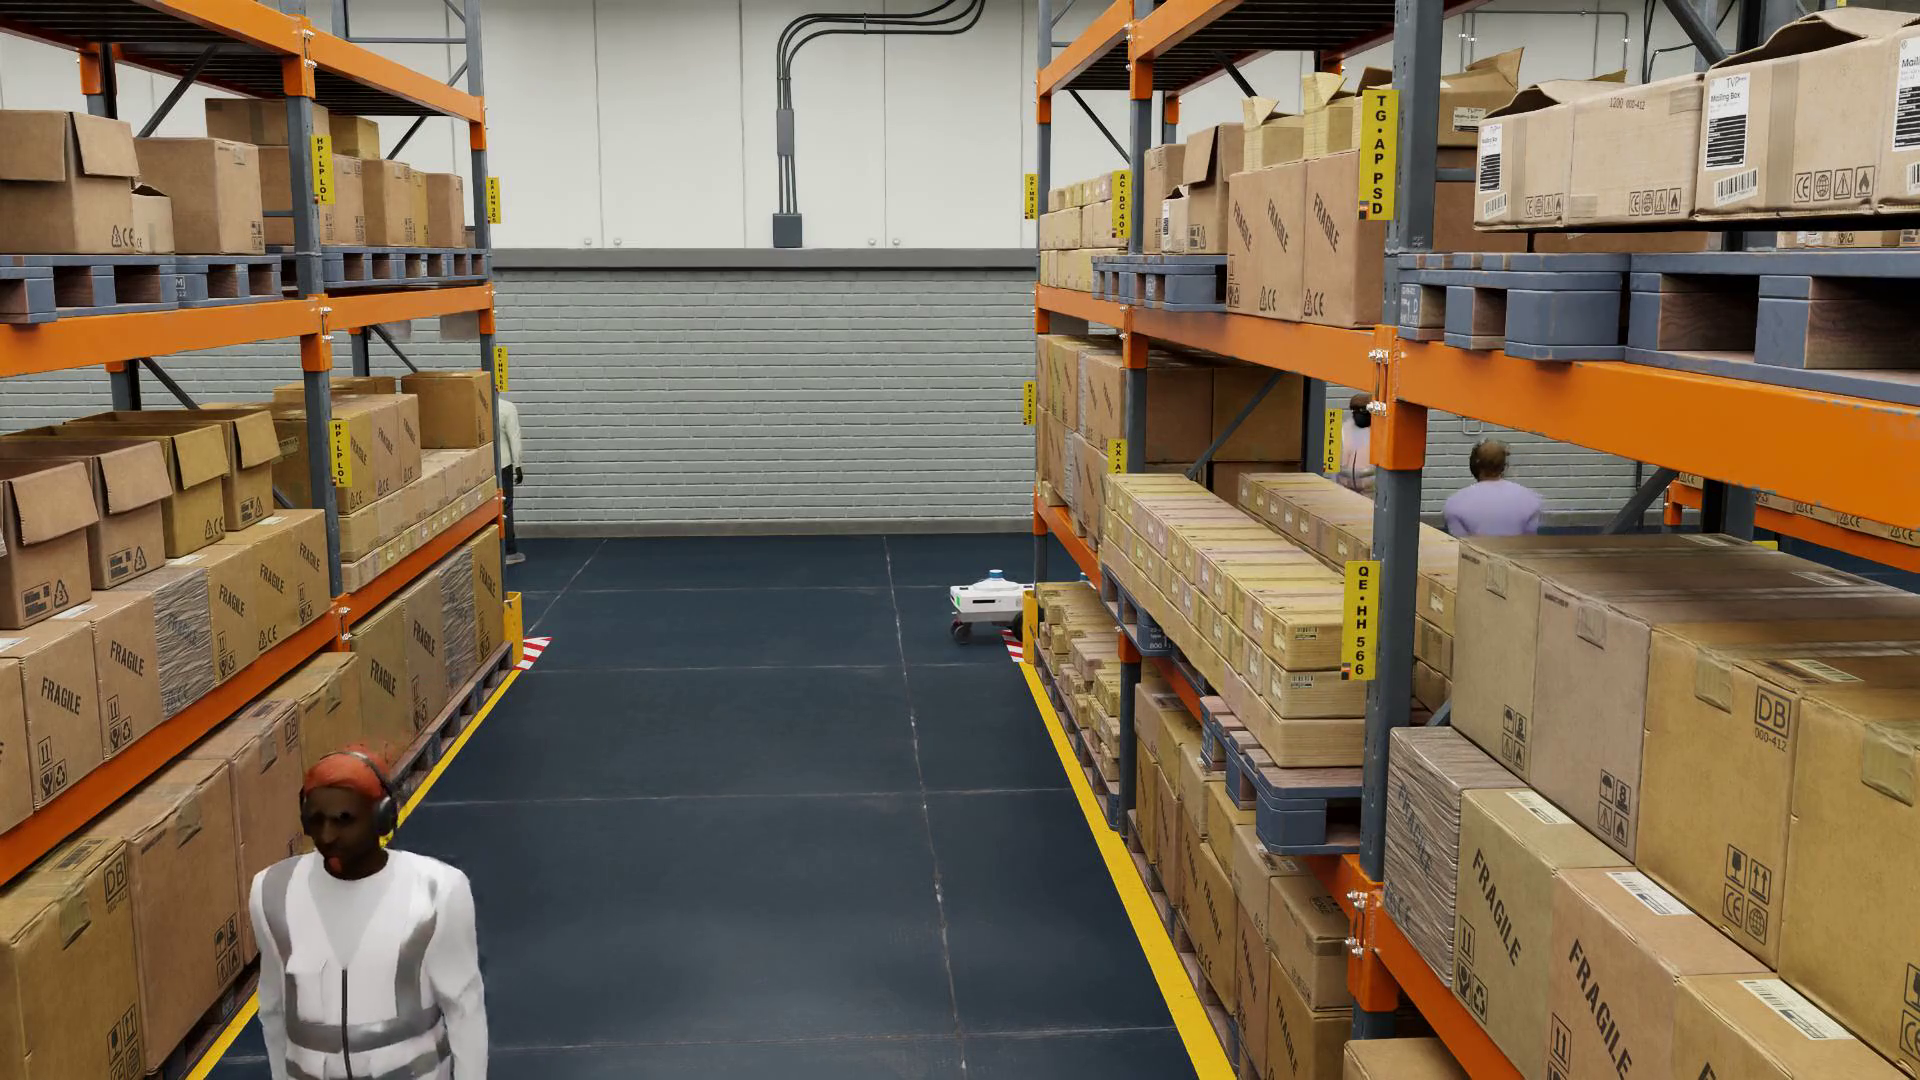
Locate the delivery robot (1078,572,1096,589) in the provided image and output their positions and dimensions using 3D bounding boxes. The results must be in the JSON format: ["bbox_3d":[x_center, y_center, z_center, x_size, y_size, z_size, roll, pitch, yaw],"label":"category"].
[{"bbox_3d":[0.994,0.497,13.112,0.707,0.478,0.477,-5,11,-28],"label":"delivery robot"}]

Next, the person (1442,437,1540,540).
[{"bbox_3d":[3.297,0.327,10.345,0.632,1.927,0.571,-1,10,-7],"label":"person"}]

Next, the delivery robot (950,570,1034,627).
[{"bbox_3d":[0.283,0.480,13.210,0.707,0.478,0.477,-1,10,-8],"label":"delivery robot"}]

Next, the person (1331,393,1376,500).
[{"bbox_3d":[3.664,-0.424,15.067,0.682,1.823,0.450,7,12,35],"label":"person"}]

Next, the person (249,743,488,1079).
[{"bbox_3d":[-1.493,1.408,4.274,0.593,1.838,0.976,0,10,-2],"label":"person"}]

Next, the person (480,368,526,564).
[{"bbox_3d":[-4.628,-0.751,16.507,0.622,1.989,0.399,2,10,9],"label":"person"}]
